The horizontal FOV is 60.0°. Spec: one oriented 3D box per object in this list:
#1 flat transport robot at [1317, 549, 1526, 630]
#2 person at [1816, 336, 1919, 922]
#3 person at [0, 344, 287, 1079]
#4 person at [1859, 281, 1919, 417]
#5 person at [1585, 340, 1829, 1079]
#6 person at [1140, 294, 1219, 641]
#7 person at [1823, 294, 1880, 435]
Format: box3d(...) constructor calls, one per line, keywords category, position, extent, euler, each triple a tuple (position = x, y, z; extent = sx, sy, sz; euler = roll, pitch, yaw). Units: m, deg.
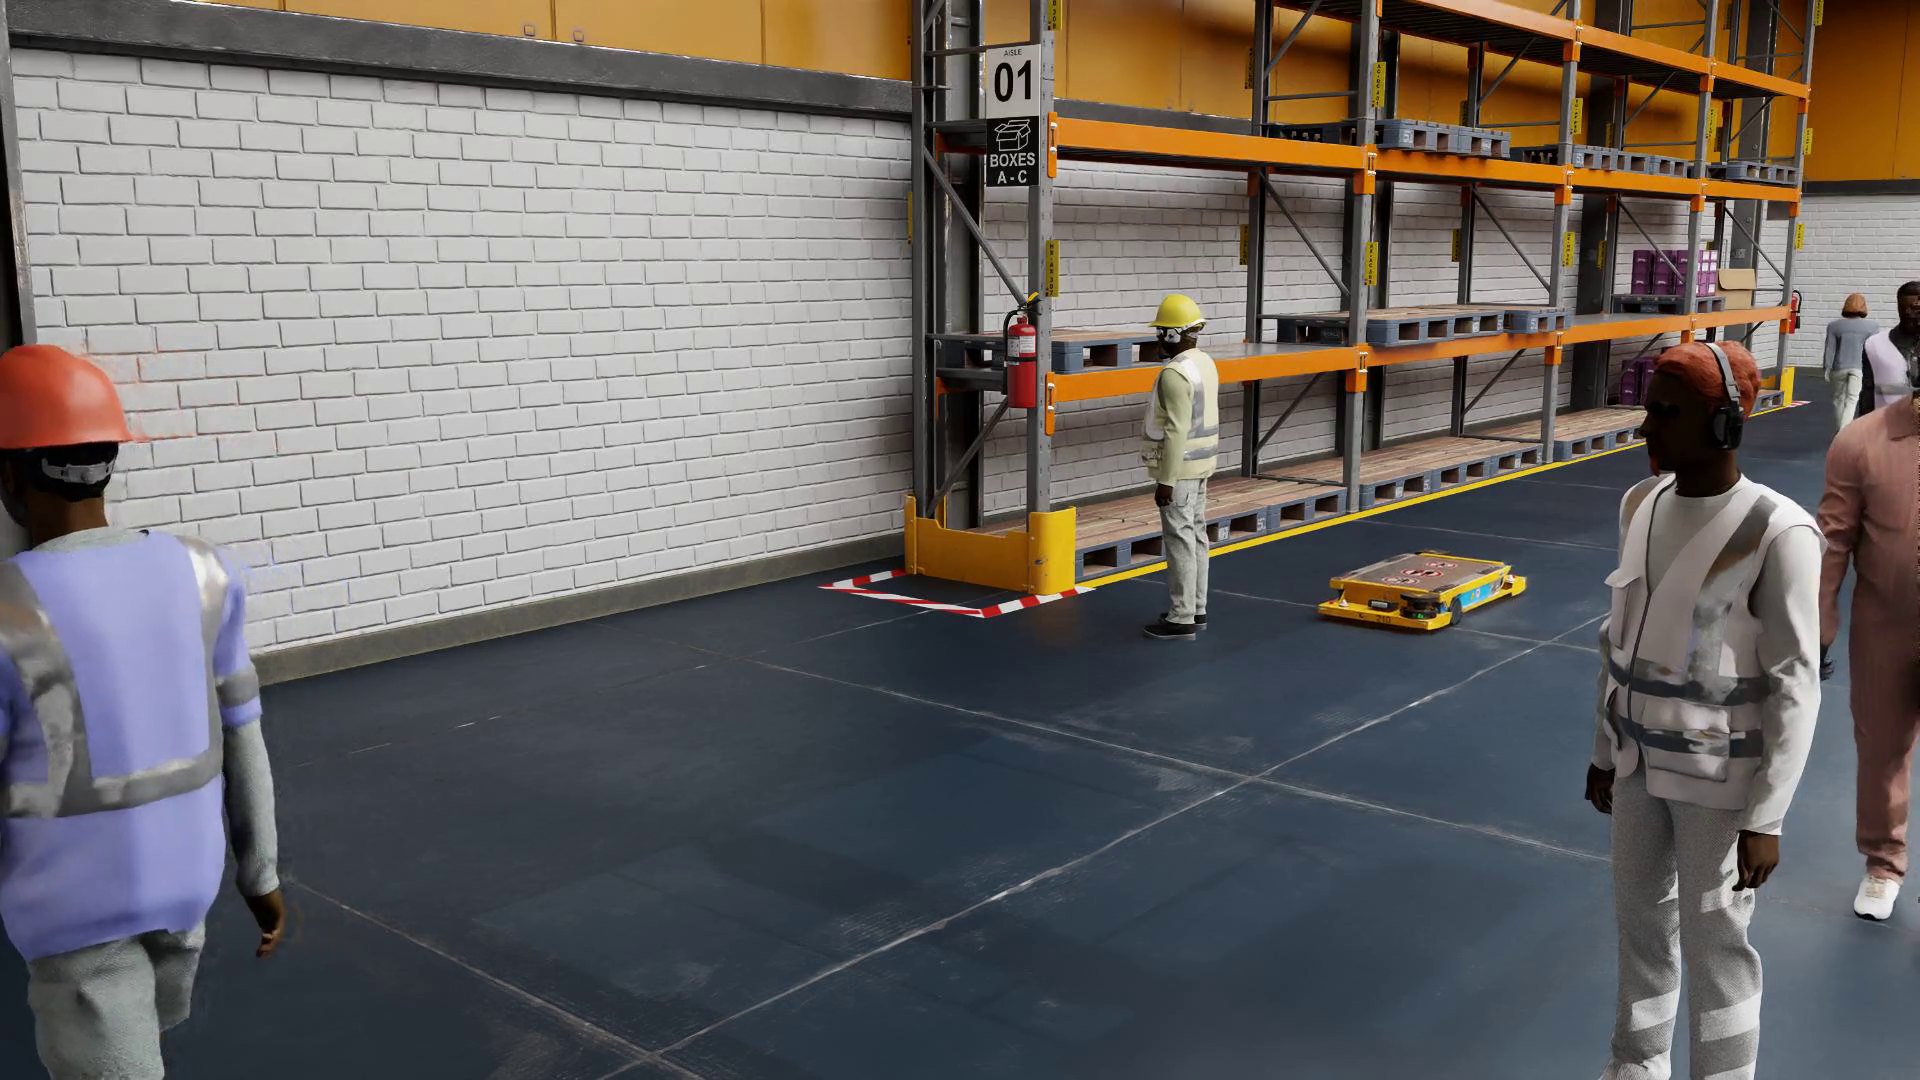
box3d(category="flat transport robot", position=(2.686, 0.268, 9.590), extent=(0.652, 0.197, 1.431), euler=(8, 13, 38))
box3d(category="person", position=(2.843, 0.287, 4.904), extent=(0.669, 1.878, 0.796), euler=(6, 12, 32))
box3d(category="person", position=(-1.615, 0.610, 2.991), extent=(0.902, 1.900, 0.575), euler=(5, 11, 28))
box3d(category="person", position=(5.981, -0.690, 10.516), extent=(0.593, 1.866, 1.006), euler=(7, 12, 34))
box3d(category="person", position=(1.572, 0.512, 3.613), extent=(0.337, 1.882, 0.583), euler=(-3, 10, -15))
box3d(category="person", position=(1.162, -0.383, 8.855), extent=(0.403, 1.831, 0.596), euler=(5, 11, 25))
box3d(category="person", position=(9.339, -1.771, 17.434), extent=(0.500, 1.588, 0.861), euler=(7, 12, 36))
